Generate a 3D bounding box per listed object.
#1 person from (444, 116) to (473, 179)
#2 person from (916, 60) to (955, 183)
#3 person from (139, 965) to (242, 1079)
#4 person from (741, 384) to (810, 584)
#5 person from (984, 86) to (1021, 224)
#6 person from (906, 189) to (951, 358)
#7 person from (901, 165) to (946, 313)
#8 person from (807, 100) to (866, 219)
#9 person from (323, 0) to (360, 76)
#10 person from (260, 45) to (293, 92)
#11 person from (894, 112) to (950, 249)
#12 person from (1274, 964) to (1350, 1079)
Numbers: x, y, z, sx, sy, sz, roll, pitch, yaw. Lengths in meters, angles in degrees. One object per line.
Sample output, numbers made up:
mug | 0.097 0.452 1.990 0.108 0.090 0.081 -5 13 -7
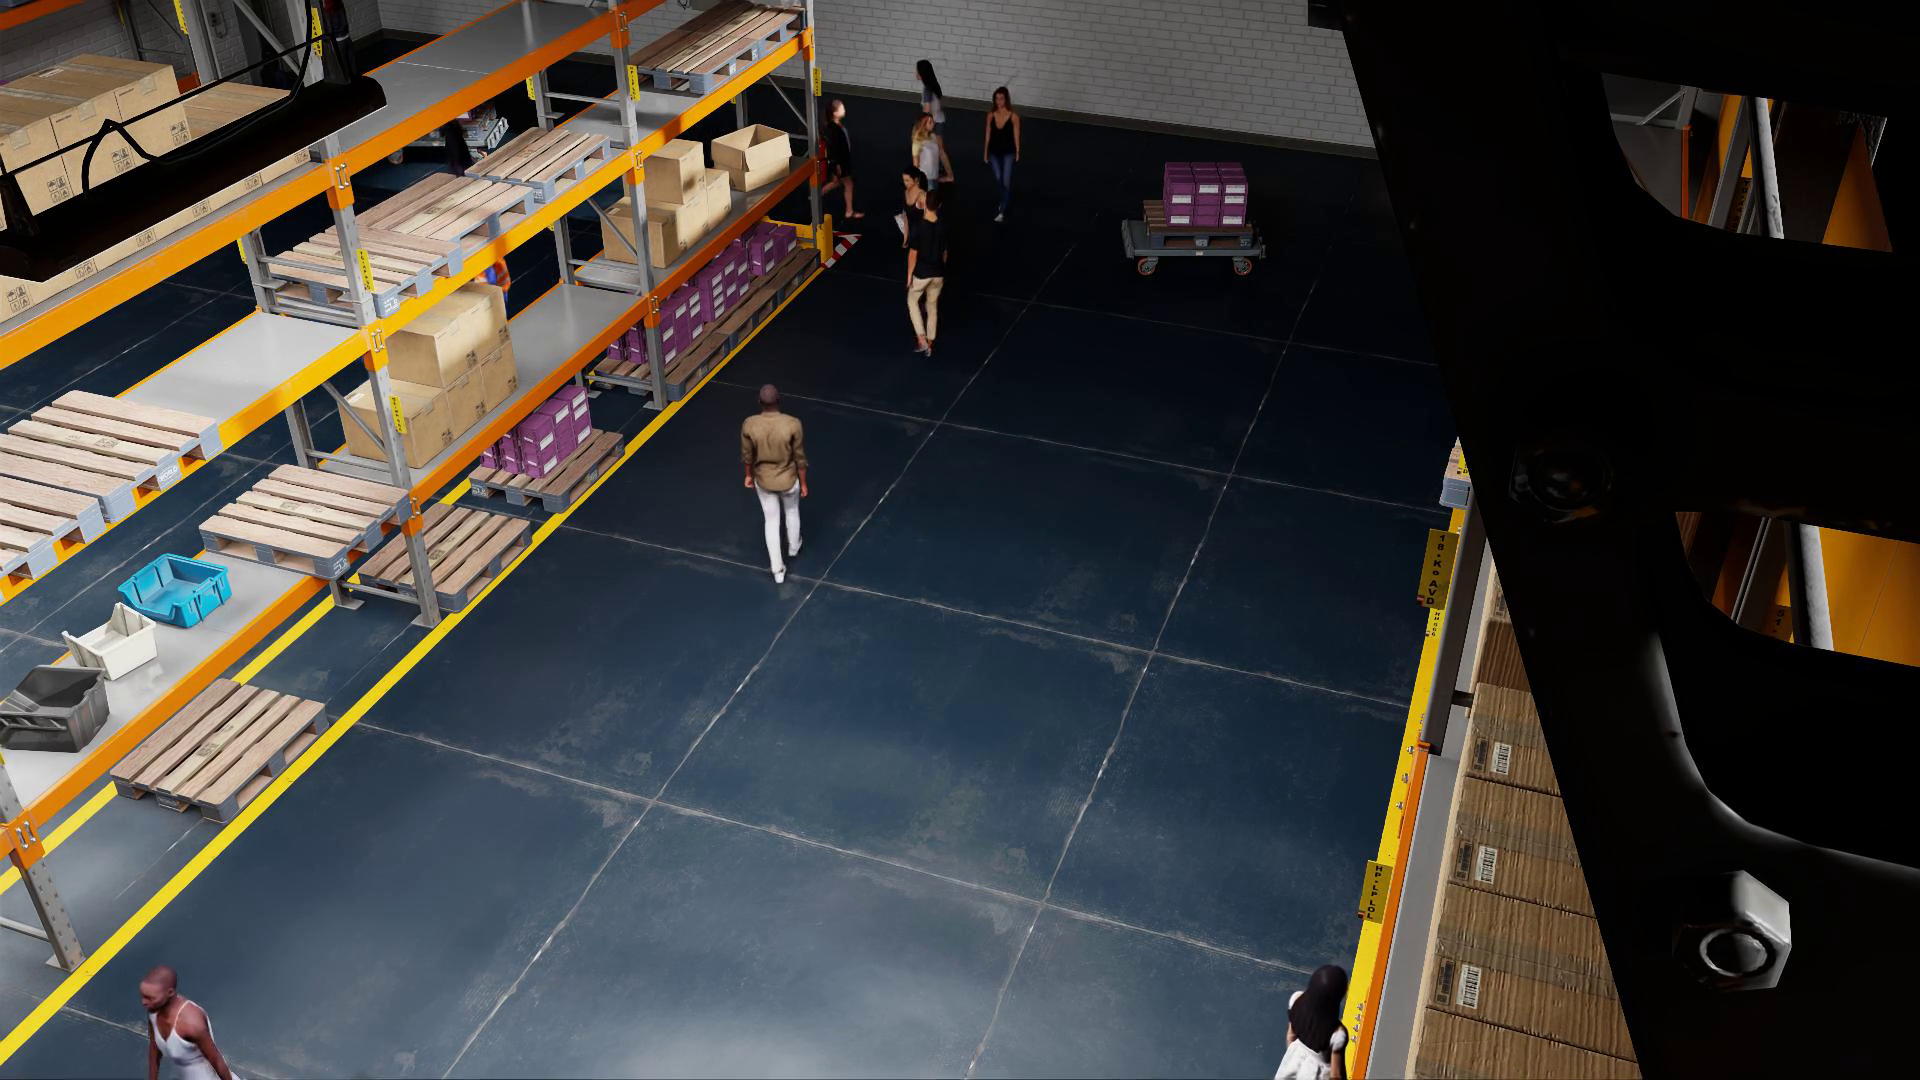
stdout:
person | -6.210 -4.457 20.377 1.039 1.606 1.147 -5 34 -8
person | -0.285 -5.482 21.866 0.821 1.665 0.826 6 34 8
person | -4.087 2.917 9.165 0.788 1.737 1.156 22 40 30
person | -1.560 -0.445 14.160 0.921 1.806 1.042 0 34 0
person | 0.565 -4.893 20.974 0.605 1.671 1.054 13 36 19
person | -0.294 -2.773 17.649 0.810 1.821 0.868 -17 37 -24
person | -0.366 -3.399 18.696 0.826 1.705 0.769 -22 39 -29
person | -1.599 -4.772 20.917 0.852 1.533 0.971 -2 34 -3
person | -9.112 -7.285 24.476 0.652 1.779 0.451 14 36 20
person | -9.053 -5.735 22.185 0.592 1.732 0.507 12 36 18
person | -0.480 -4.351 20.128 0.779 1.705 0.972 17 37 23
person | 1.902 2.970 9.057 0.818 1.769 0.783 -21 39 -28
